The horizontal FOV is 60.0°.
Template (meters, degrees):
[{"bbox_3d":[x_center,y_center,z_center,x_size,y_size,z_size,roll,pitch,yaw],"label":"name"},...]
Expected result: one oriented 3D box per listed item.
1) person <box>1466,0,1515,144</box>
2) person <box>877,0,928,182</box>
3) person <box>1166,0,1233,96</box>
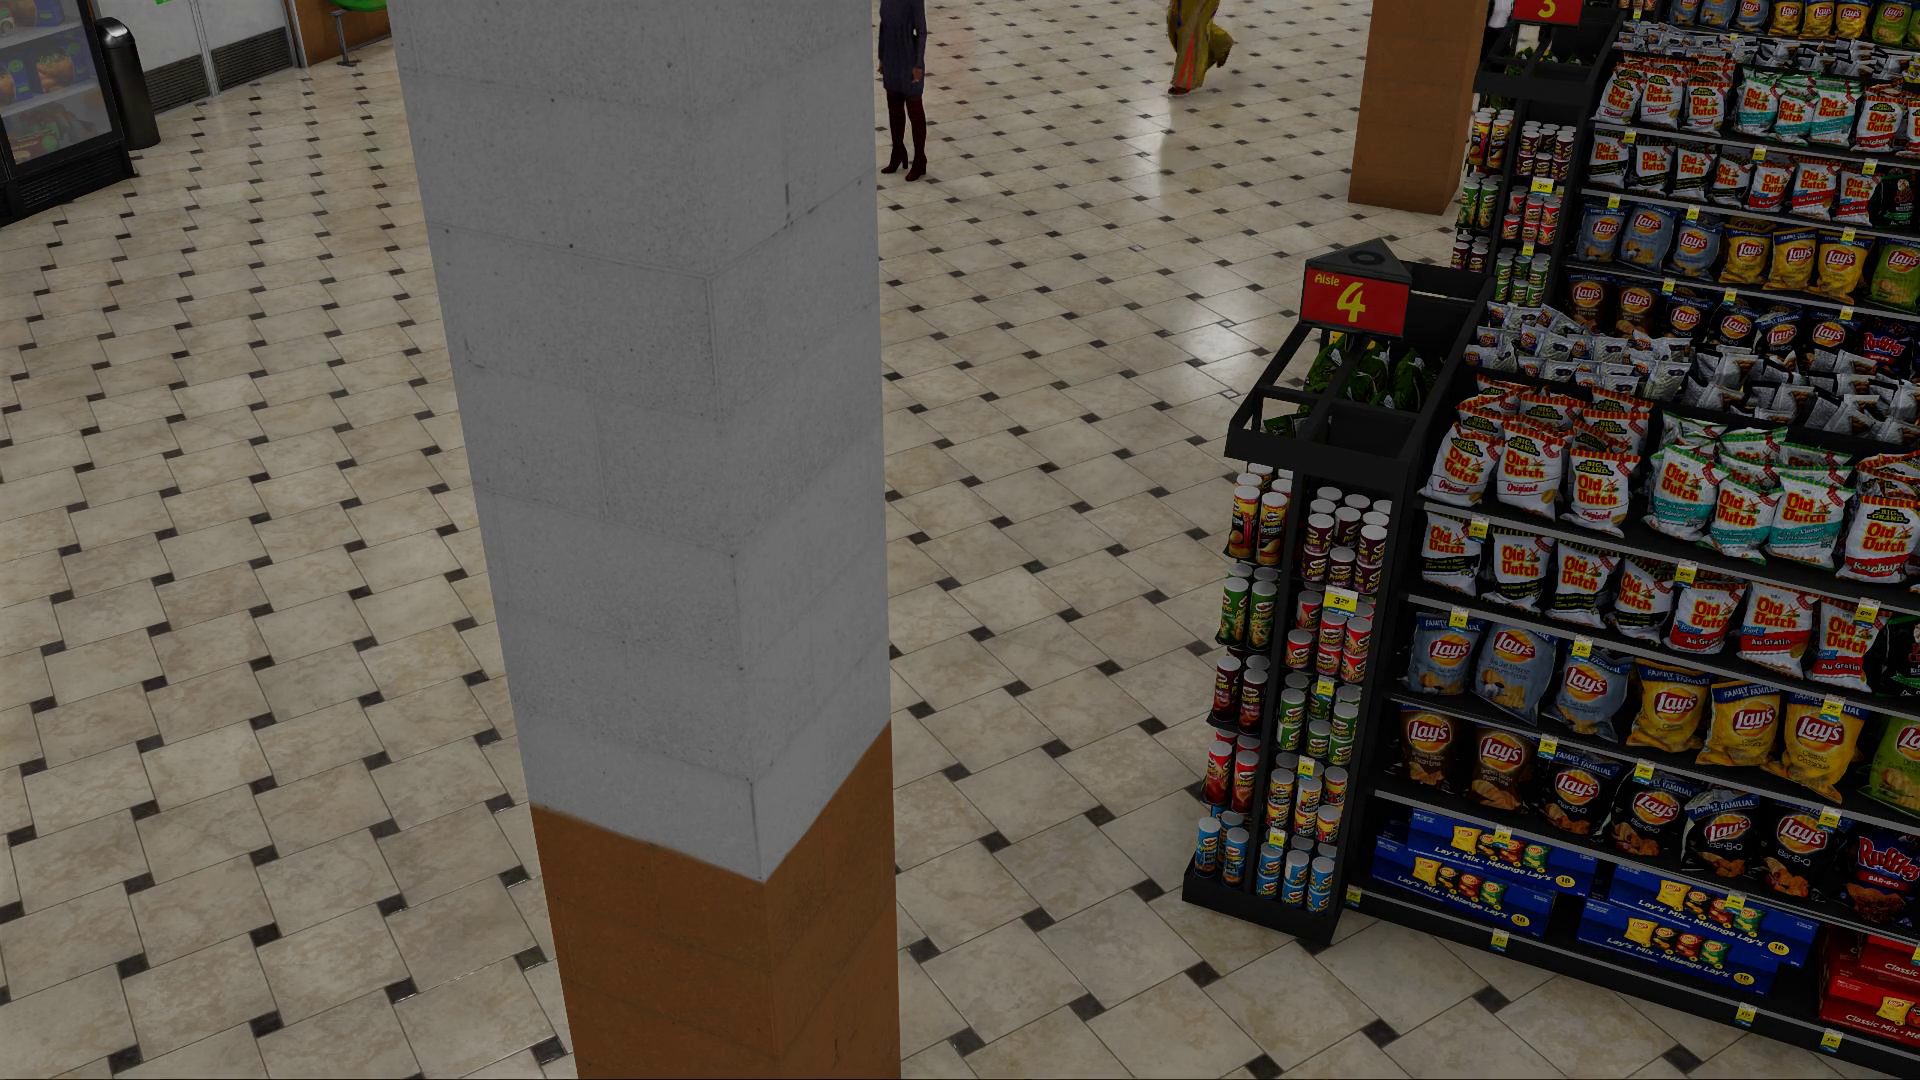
[{"bbox_3d":[4.062,-3.927,13.094,0.817,1.598,0.872,-12,34,-18],"label":"person"},{"bbox_3d":[-0.417,-3.542,12.370,0.716,1.710,0.564,-28,41,-37],"label":"person"},{"bbox_3d":[2.087,-4.681,14.271,1.115,1.635,1.111,-18,36,-26],"label":"person"}]
